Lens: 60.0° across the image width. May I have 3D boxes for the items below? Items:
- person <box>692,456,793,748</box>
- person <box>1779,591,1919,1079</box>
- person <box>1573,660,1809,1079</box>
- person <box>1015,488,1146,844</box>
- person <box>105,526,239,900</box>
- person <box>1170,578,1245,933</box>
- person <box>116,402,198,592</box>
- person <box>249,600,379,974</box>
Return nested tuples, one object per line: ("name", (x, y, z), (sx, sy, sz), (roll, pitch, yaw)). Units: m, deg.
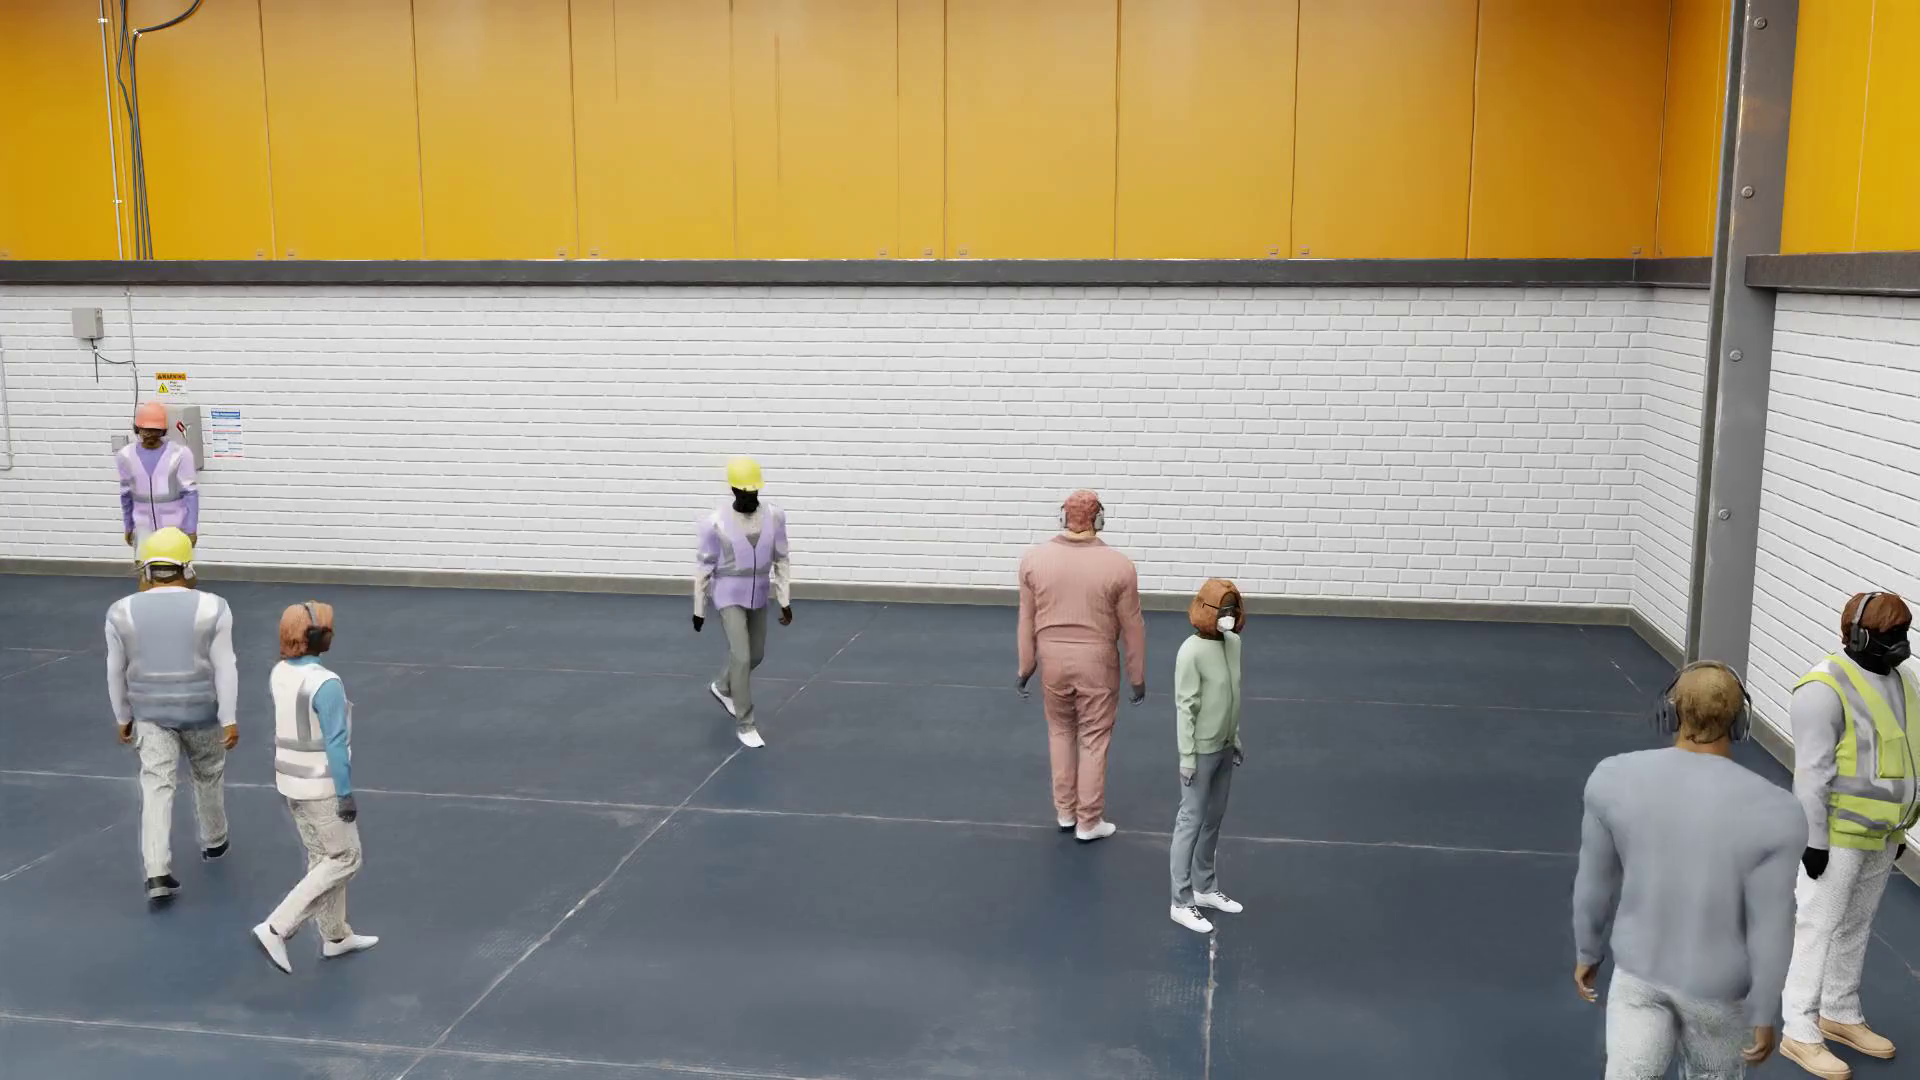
("person", (-1.468, 0.360, 10.789), (0.599, 1.882, 0.817), (-7, 12, -38))
("person", (3.409, 1.099, 6.329), (0.624, 1.845, 0.430), (-5, 11, -30))
("person", (2.090, 1.303, 4.900), (0.642, 1.912, 0.921), (7, 12, 38))
("person", (0.642, 0.663, 8.860), (0.711, 1.899, 0.482), (3, 10, 20))
("person", (-3.863, 0.827, 8.178), (0.607, 1.792, 0.915), (-2, 9, -13))
("person", (1.166, 0.978, 7.717), (0.276, 1.632, 0.507), (7, 12, 37))
("person", (-6.524, -0.142, 13.547), (0.649, 1.975, 1.075), (-1, 9, -9))
("person", (-2.809, 1.069, 7.161), (0.526, 1.624, 0.533), (9, 13, 44))
